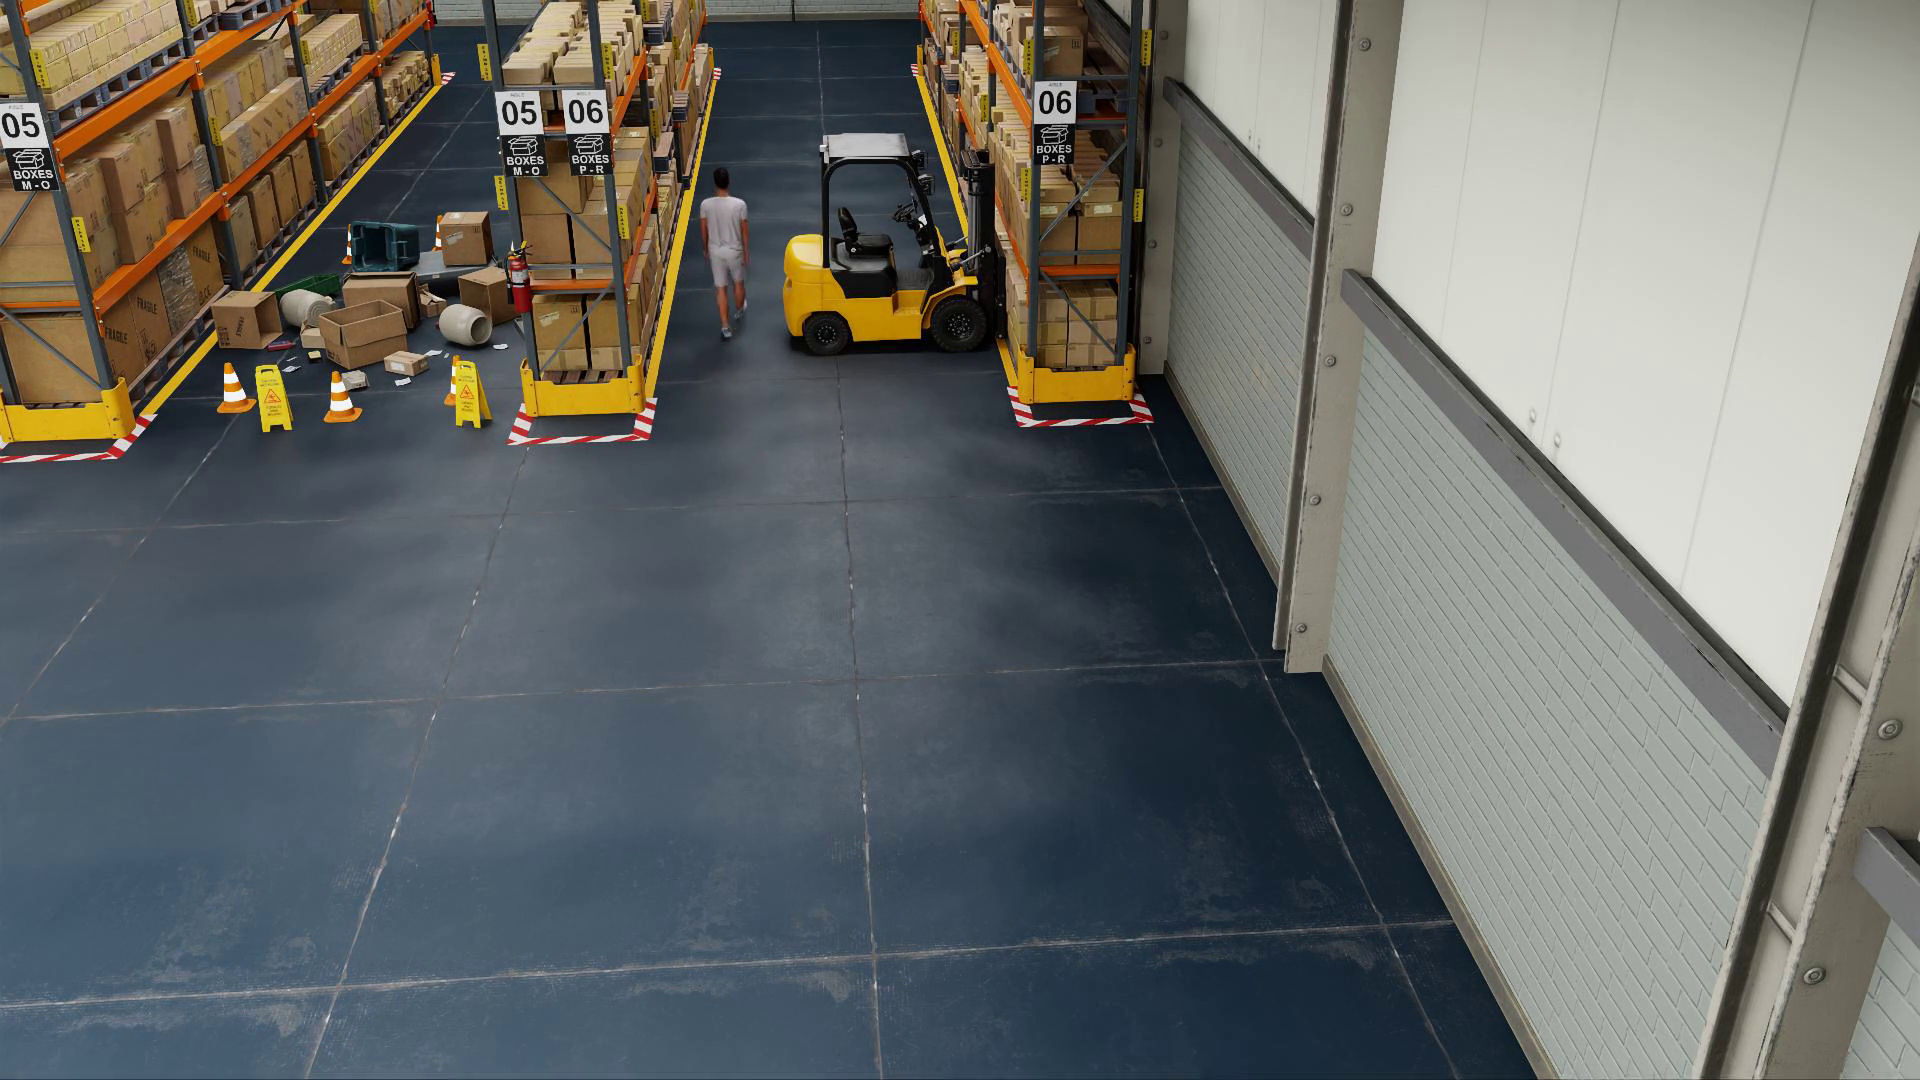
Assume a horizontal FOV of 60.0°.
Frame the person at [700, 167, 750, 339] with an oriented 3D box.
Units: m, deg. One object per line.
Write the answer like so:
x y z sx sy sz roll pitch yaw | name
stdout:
-2.580 -3.115 18.252 0.735 1.817 1.103 -1 27 -3 | person
